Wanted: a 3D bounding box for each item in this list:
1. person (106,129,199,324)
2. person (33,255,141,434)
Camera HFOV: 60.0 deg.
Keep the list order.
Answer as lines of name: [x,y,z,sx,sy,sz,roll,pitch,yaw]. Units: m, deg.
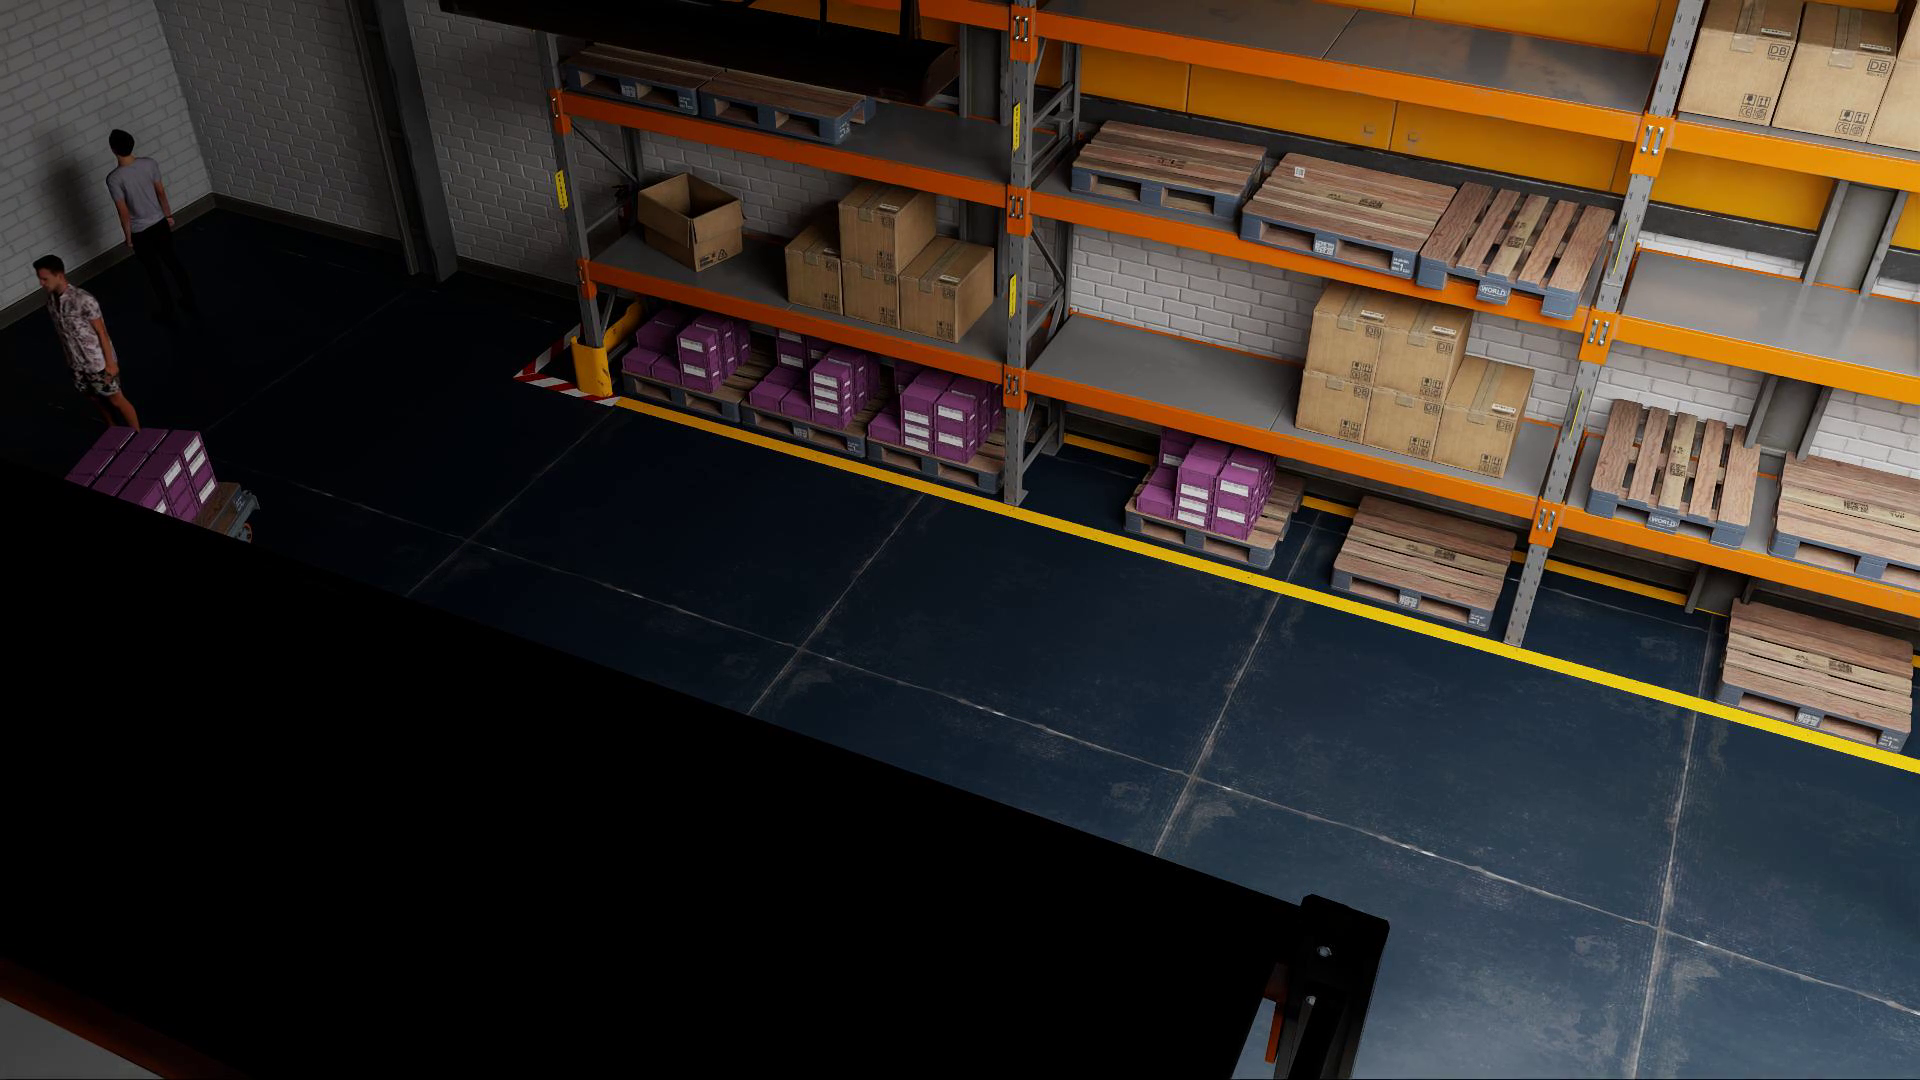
person: [-7.426,-2.865,15.219,0.566,1.863,0.685,20,43,23]
person: [-7.099,-1.528,13.587,0.525,1.811,0.740,14,41,16]
